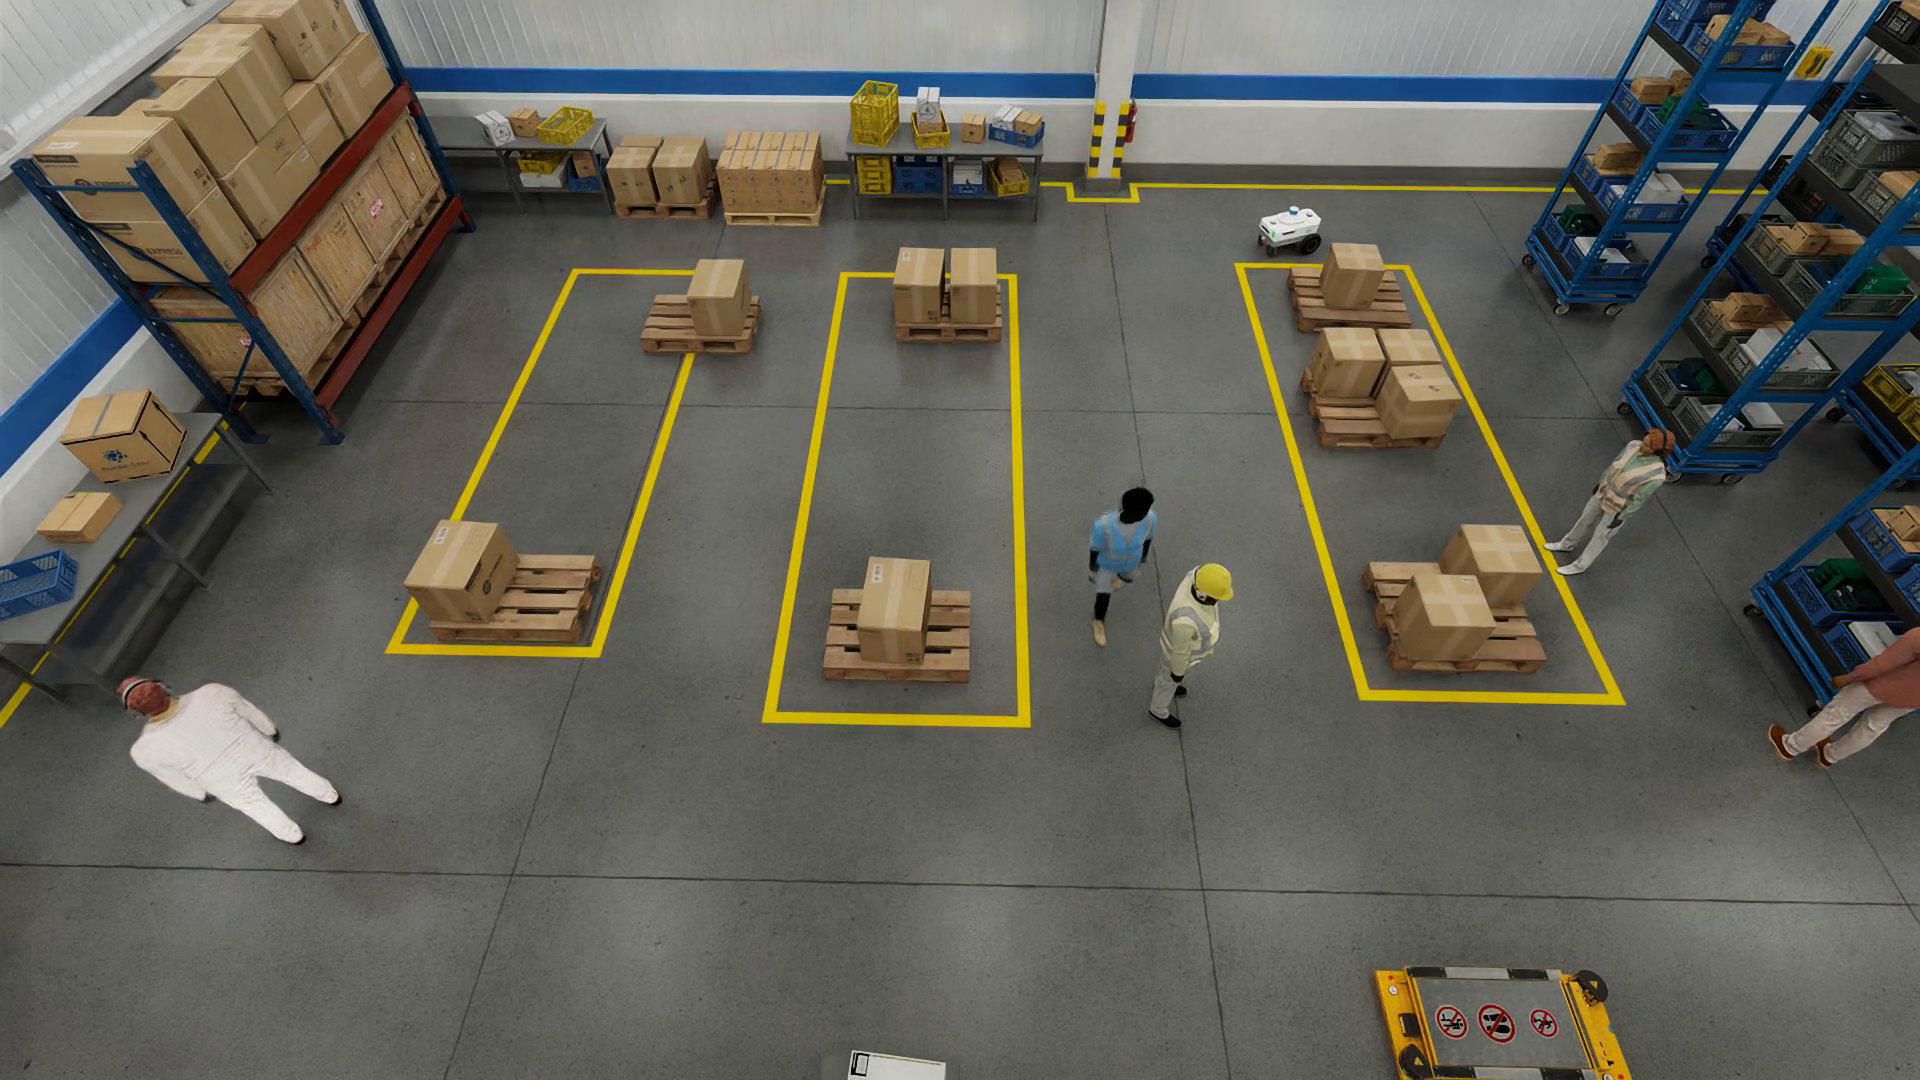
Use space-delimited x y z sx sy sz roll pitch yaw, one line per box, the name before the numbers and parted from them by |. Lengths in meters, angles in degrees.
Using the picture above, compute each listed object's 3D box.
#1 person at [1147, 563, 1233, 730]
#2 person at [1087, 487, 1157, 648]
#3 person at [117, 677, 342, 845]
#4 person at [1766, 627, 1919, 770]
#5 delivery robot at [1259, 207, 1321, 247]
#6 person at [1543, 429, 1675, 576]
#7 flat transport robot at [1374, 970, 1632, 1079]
person | 1.694 0.771 6.845 0.403 1.822 0.589 16 53 12
person | 1.269 0.106 7.486 0.557 1.679 0.697 -9 51 -7
person | -4.960 1.483 6.220 0.398 1.899 0.648 22 54 17
person | 6.654 1.024 6.529 0.618 1.993 0.396 14 52 11
delivery robot | 4.097 -3.907 11.413 0.707 0.478 0.477 -15 53 -12
person | 5.600 -0.328 7.864 0.310 1.631 0.507 1 51 1
flat transport robot | 3.501 3.133 5.914 1.431 0.197 0.652 1 51 1
